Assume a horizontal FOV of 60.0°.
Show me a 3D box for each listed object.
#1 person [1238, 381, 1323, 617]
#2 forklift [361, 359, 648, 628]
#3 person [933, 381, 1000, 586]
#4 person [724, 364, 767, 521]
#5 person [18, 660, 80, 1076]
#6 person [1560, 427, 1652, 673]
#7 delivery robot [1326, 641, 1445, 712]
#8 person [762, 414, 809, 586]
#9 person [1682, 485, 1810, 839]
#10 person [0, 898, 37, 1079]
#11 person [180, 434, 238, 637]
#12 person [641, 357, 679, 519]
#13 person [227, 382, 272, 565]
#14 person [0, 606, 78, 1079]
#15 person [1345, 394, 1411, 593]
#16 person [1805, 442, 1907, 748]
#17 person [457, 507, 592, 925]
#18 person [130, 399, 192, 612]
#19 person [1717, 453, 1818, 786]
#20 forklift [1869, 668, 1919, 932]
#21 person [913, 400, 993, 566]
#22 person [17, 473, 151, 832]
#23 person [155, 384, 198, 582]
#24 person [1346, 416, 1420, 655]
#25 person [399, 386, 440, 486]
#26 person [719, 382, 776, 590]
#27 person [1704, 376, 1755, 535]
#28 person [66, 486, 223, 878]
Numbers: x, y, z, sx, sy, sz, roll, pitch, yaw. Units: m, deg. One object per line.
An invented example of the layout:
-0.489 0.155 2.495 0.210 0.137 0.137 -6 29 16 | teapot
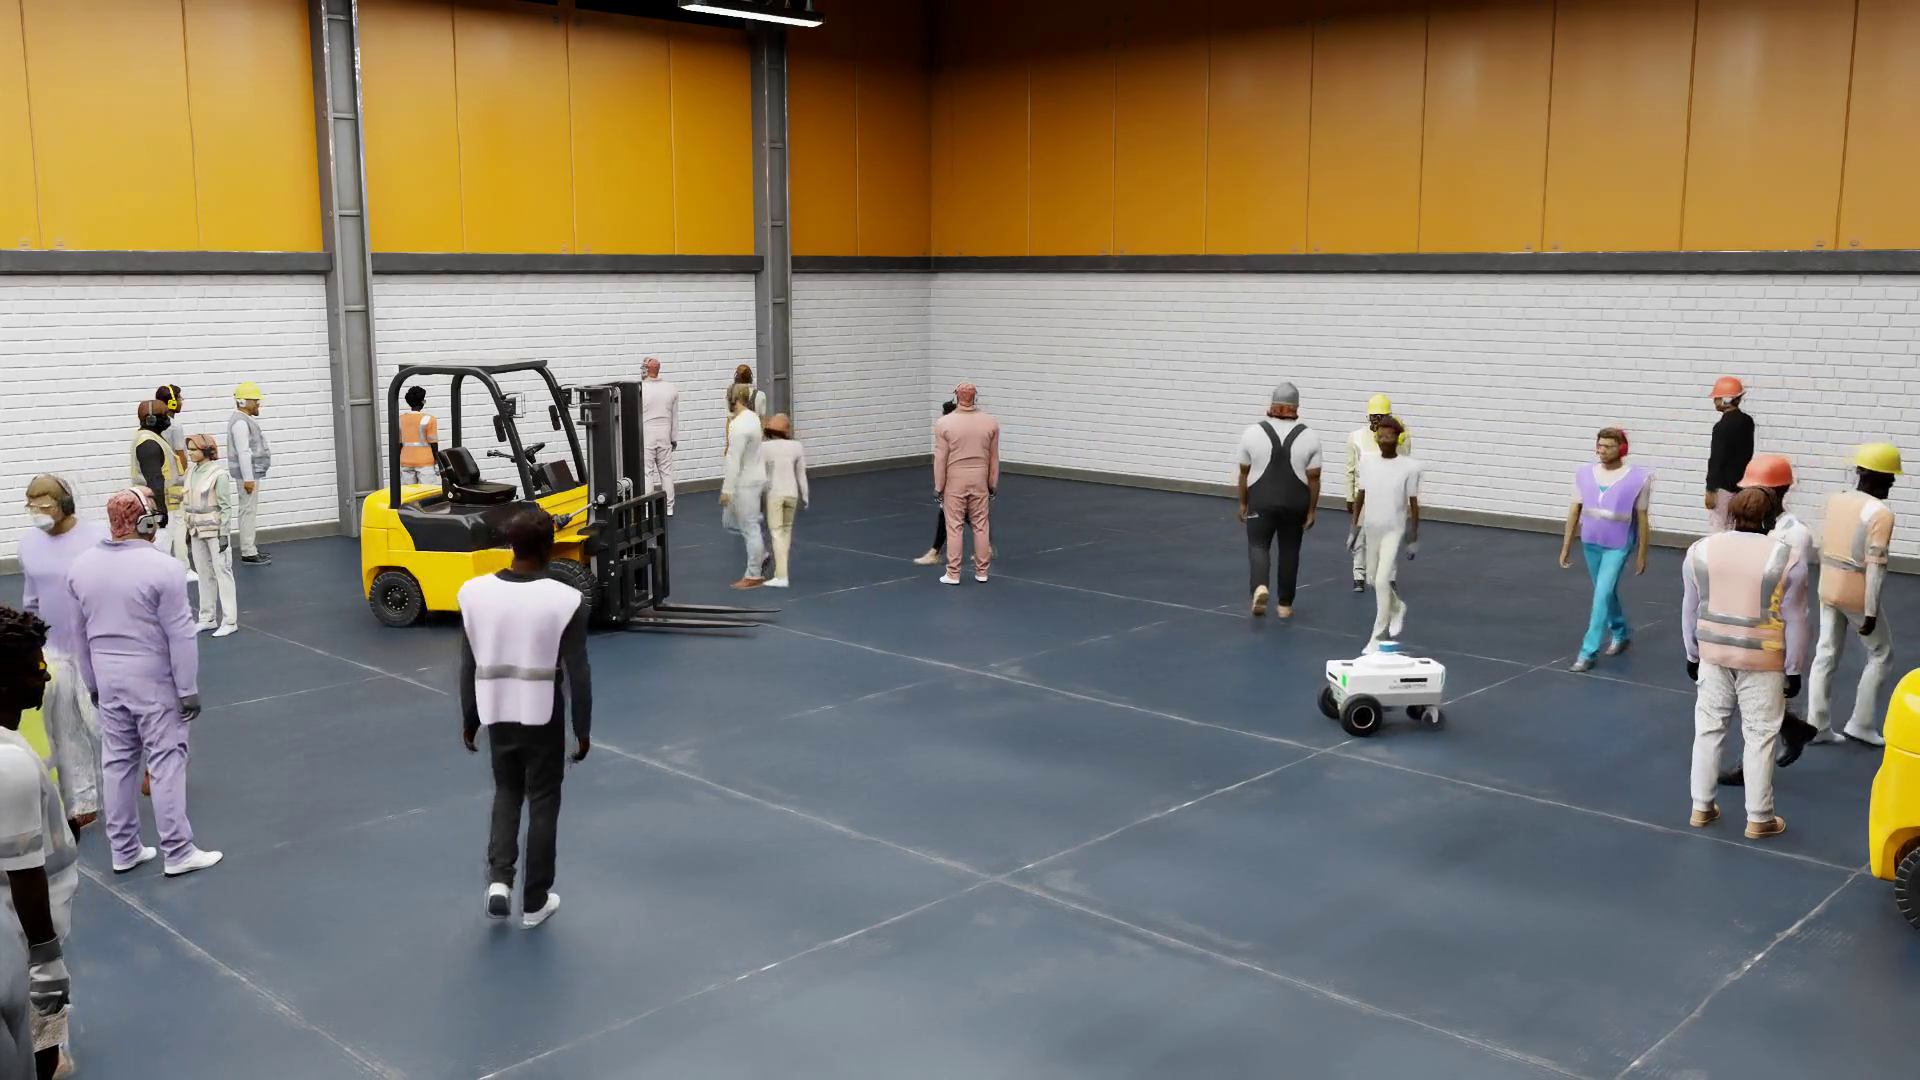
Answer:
2.684 -0.335 13.963 0.692 2.000 0.672 1 9 9 | person
-3.850 -0.407 13.936 2.313 2.155 1.214 2 9 11 | forklift
0.045 -0.528 15.560 0.651 1.907 0.409 -4 10 -21 | person
-2.503 -1.126 19.415 0.504 1.847 0.345 -5 10 -27 | person
-3.594 1.071 6.035 0.693 1.811 0.640 3 10 16 | person
4.834 0.044 12.424 0.991 1.805 0.584 -8 12 -40 | person
2.735 0.894 10.690 0.707 0.478 0.477 -1 9 -7 | delivery robot
-1.739 -0.380 15.607 0.639 1.593 0.608 -6 11 -32 | person
4.089 0.627 8.677 0.429 1.844 0.625 -9 13 -44 | person
-2.158 1.412 3.567 0.372 1.940 0.630 -7 11 -35 | person
-6.050 -0.042 13.393 0.516 1.641 0.308 5 11 28 | person
-3.640 -1.203 19.681 0.651 1.912 0.410 -7 12 -39 | person
-7.111 -0.670 16.667 0.403 1.828 0.596 -3 10 -20 | person
-2.839 1.164 5.003 0.614 1.964 0.361 9 13 43 | person
3.804 -0.421 15.161 0.589 1.827 0.403 2 9 12 | person
5.537 0.342 10.242 0.632 1.899 0.605 -3 10 -16 | person
-1.940 0.797 7.456 0.615 1.898 0.443 1 9 7 | person
-6.860 -0.285 14.271 0.429 1.844 0.623 -5 11 -28 | person
4.631 0.455 9.461 0.598 1.927 0.575 -1 9 -8 | person
5.205 0.723 7.013 2.313 2.155 1.214 9 13 43 | forklift
-0.032 -0.575 16.619 0.861 1.655 0.542 -3 10 -15 | person
-4.589 0.574 8.803 0.659 1.911 0.696 3 10 15 | person
-7.410 -0.532 15.697 0.531 1.871 0.322 6 11 31 | person
3.332 -0.068 12.960 0.521 1.844 0.827 8 12 40 | person
-5.861 -0.818 18.004 0.531 1.694 0.320 3 10 20 | person
-2.004 -0.494 15.317 0.508 1.920 0.599 -2 9 -10 | person
7.026 -0.500 15.171 0.638 1.974 0.507 -8 12 -39 | person
-3.967 0.689 8.102 0.642 1.909 0.399 2 10 15 | person
